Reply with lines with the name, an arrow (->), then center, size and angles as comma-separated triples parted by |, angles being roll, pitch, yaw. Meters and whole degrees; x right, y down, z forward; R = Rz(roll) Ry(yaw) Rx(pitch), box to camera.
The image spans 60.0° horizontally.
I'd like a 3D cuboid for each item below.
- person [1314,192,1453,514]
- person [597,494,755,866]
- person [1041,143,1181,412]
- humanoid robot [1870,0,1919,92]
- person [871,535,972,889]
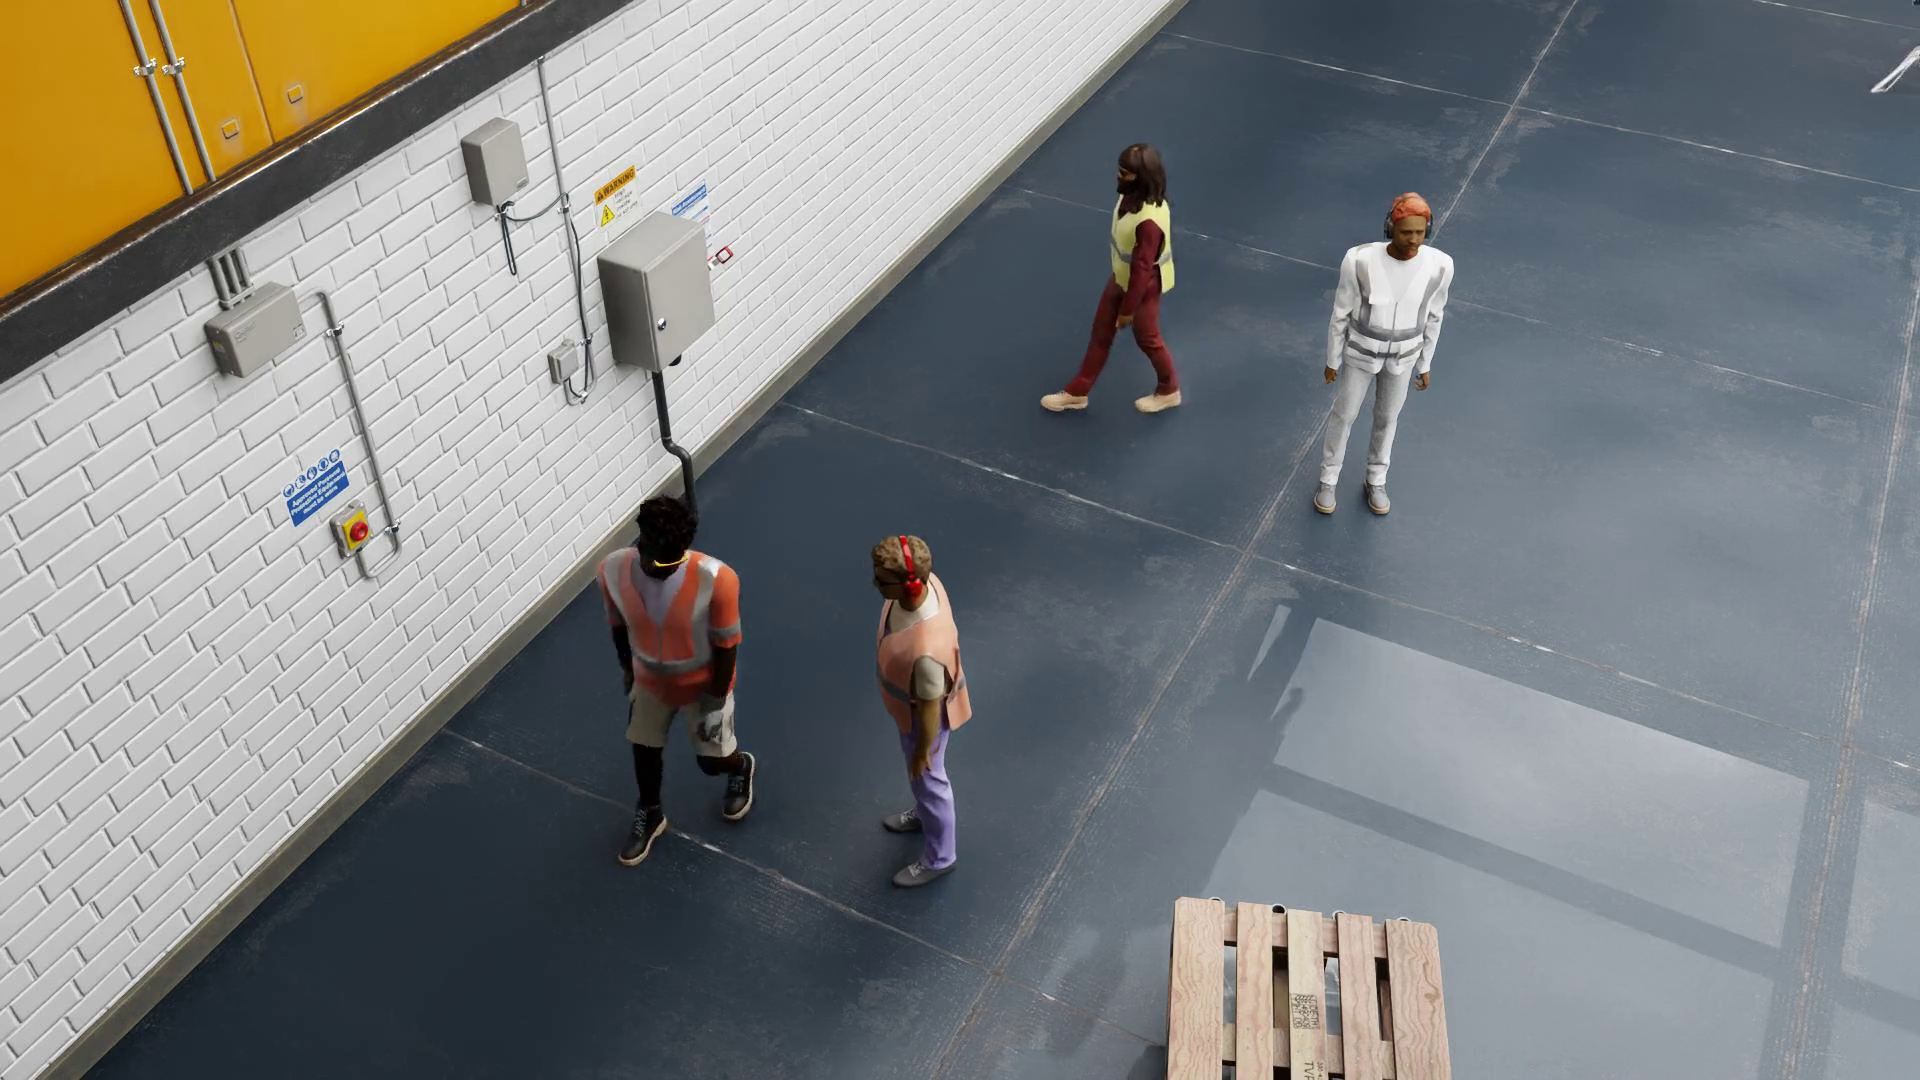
person -> 2.195, -0.947, 8.700 | 0.573, 1.884, 0.356 | 2, 41, 2
person -> -1.173, 0.556, 6.916 | 0.626, 1.934, 0.582 | 9, 42, 10
person -> 0.939, -1.430, 9.381 | 0.837, 1.728, 0.481 | -10, 42, -11
humanoid robot -> 7.629, -4.183, 12.628 | 1.014, 1.802, 0.560 | -7, 41, -8
person -> -0.153, 0.690, 6.838 | 0.377, 1.838, 0.564 | -7, 41, -8
